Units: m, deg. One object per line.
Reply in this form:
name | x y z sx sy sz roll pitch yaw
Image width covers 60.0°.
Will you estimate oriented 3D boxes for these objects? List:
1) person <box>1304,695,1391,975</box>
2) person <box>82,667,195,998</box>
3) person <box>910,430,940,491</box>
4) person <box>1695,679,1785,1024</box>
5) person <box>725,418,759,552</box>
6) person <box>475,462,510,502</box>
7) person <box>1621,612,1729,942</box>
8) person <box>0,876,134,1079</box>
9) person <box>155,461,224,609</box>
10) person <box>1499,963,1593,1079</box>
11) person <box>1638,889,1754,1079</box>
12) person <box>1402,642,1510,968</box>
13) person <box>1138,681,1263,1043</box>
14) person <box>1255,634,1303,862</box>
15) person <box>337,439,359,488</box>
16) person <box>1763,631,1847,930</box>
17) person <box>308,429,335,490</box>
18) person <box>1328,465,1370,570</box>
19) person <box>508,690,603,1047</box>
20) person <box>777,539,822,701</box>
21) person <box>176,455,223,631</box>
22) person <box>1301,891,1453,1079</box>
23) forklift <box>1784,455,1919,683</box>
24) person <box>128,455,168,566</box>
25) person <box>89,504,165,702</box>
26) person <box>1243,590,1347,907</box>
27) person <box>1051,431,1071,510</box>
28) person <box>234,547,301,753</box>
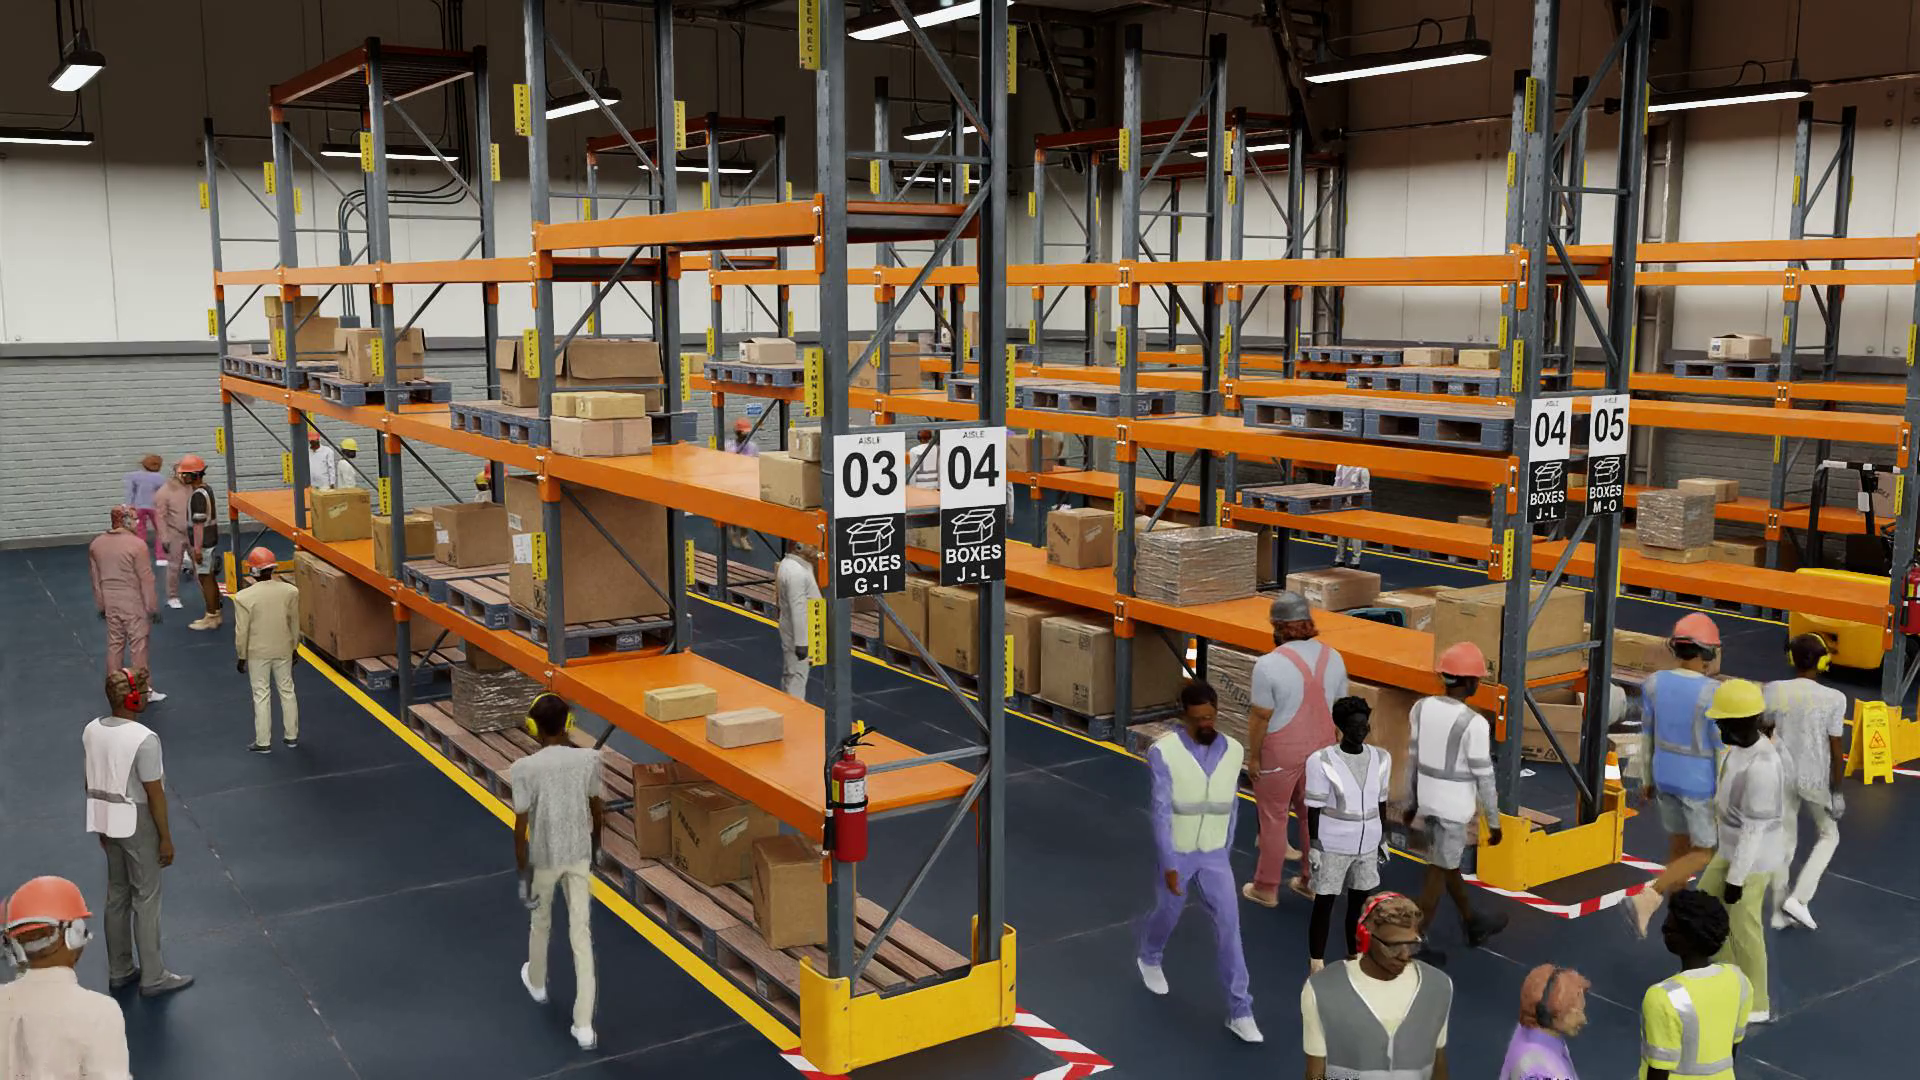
person | 2.152 1.692 9.239 0.535 1.697 0.318 -3 9 -18
person | -4.604 1.619 9.229 0.575 1.843 0.375 4 10 27
person | -0.523 -0.794 25.172 0.574 1.883 0.355 -5 10 -32
person | 4.091 1.657 8.785 0.557 1.896 0.616 2 9 14
person | -3.247 -0.815 24.829 0.637 2.026 0.428 -7 11 -40
person | -5.130 0.118 18.566 0.609 2.044 0.394 2 9 11
person | 4.263 1.434 9.865 0.757 2.022 0.620 -4 10 -26
person | -3.008 2.117 5.538 0.666 1.948 0.611 3 9 21
person | -9.406 -0.038 20.265 0.999 1.842 0.668 8 12 44
person | 1.963 2.242 5.826 0.436 1.631 0.637 3 9 18
person | 2.730 2.138 6.266 0.540 1.697 0.316 -5 10 -31
person | 2.930 1.529 9.656 0.899 1.892 0.559 -4 9 -24
person | 1.264 1.656 8.930 0.588 1.863 1.025 -3 9 -19
person | 2.218 1.367 11.434 0.319 1.687 0.538 -3 9 -18
person | -8.967 -0.607 24.388 0.375 1.752 0.523 -4 9 -25
person | 5.153 1.478 10.152 0.400 1.854 0.537 -7 11 -38
person | -10.258 -0.925 26.522 0.567 1.740 0.353 -1 9 -3
person | 5.423 -0.481 23.235 0.404 1.836 0.600 -6 10 -34
person | -2.135 1.692 8.848 0.517 1.818 0.990 -4 9 -23
person | -1.371 0.817 14.368 0.399 1.909 0.642 -1 9 -10
person | -8.759 0.036 19.164 0.399 2.039 0.609 -2 9 -15
person | 1.473 2.119 5.955 0.567 1.831 0.386 -1 9 -8
forklift | 9.643 0.253 17.172 2.313 2.155 1.214 -6 10 -33
person | -11.476 -0.409 23.566 0.592 1.598 0.339 -1 9 -8
person | -7.895 0.613 15.784 0.684 1.901 0.402 3 9 18
person | 2.094 1.312 10.629 0.683 2.000 0.535 -4 9 -25
person | 1.804 -1.431 29.580 0.370 1.839 0.639 0 9 3
person | -5.882 0.926 14.135 0.319 1.755 0.565 7 11 40
